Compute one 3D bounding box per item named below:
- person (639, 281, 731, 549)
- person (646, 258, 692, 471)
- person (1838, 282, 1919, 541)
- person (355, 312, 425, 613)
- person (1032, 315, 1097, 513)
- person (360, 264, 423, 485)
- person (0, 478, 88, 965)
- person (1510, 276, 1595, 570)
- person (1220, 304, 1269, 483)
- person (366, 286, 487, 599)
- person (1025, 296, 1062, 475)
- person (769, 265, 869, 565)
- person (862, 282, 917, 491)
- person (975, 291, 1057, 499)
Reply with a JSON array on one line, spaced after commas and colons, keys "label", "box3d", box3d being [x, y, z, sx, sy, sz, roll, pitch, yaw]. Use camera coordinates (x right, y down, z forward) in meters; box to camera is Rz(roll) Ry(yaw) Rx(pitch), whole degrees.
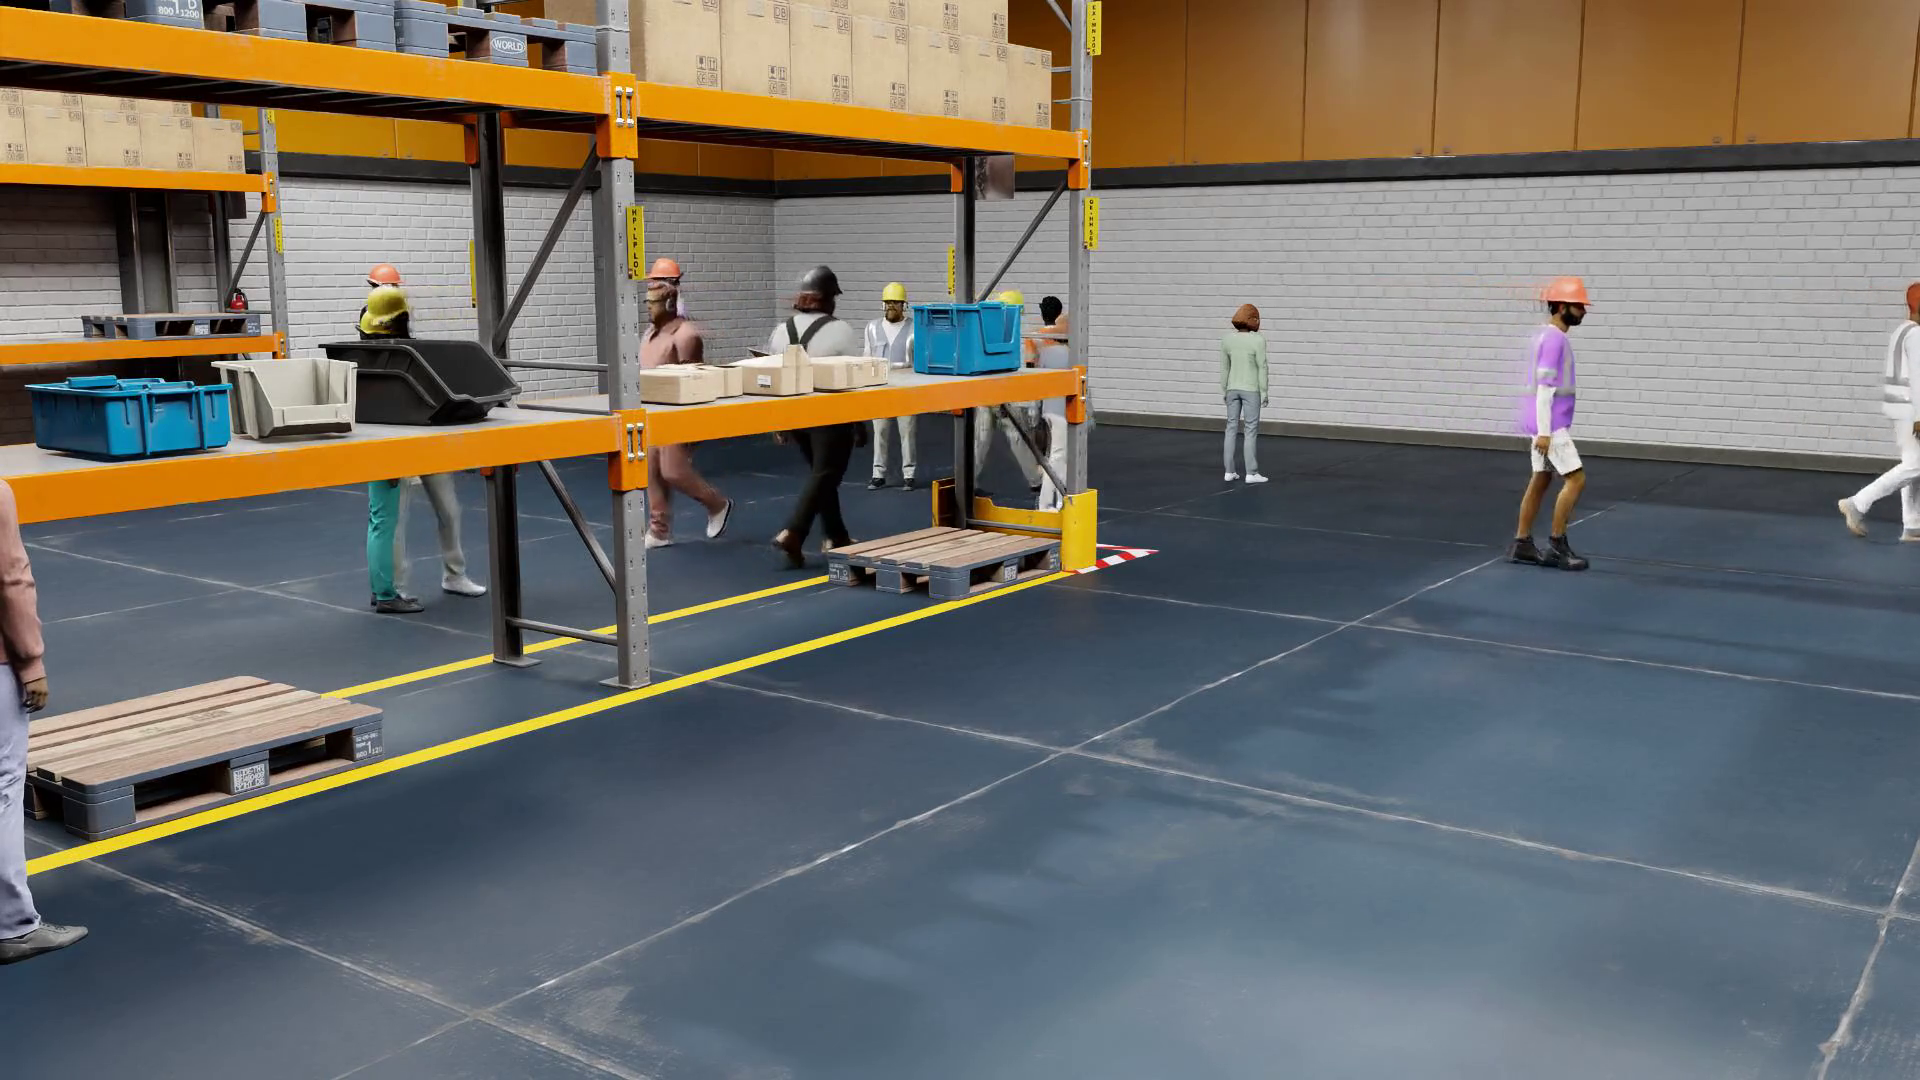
[{"label": "person", "box3d": [-2.011, -0.873, 11.691, 0.653, 1.887, 0.651, -8, 12, -39]}, {"label": "person", "box3d": [-2.677, -1.567, 15.359, 0.389, 2.045, 0.606, -4, 10, -23]}, {"label": "person", "box3d": [6.763, -0.901, 11.906, 0.639, 1.874, 0.617, 4, 10, 23]}, {"label": "person", "box3d": [-3.304, -0.461, 9.604, 0.312, 1.769, 0.525, -4, 10, -23]}, {"label": "person", "box3d": [0.861, -0.975, 13.146, 0.607, 1.611, 0.510, -5, 11, -27]}, {"label": "person", "box3d": [-5.156, -1.484, 15.014, 0.612, 1.995, 0.382, 8, 12, 39]}, {"label": "person", "box3d": [-2.856, 0.345, 4.793, 0.525, 1.772, 0.308, 3, 10, 17]}, {"label": "person", "box3d": [3.956, -0.754, 10.890, 0.657, 1.914, 0.583, 3, 10, 19]}, {"label": "person", "box3d": [2.608, -1.341, 15.237, 0.499, 1.633, 0.279, 9, 13, 43]}, {"label": "person", "box3d": [-3.183, -0.528, 9.718, 0.707, 1.896, 0.393, -6, 11, -31]}, {"label": "person", "box3d": [0.841, -1.423, 15.537, 0.535, 1.697, 0.318, -3, 10, -19]}, {"label": "person", "box3d": [-0.969, -0.868, 11.206, 0.683, 2.000, 0.964, 7, 12, 37]}, {"label": "person", "box3d": [-0.582, -1.347, 14.667, 0.591, 1.837, 0.403, 2, 10, 10]}, {"label": "person", "box3d": [0.413, -1.214, 14.101, 0.930, 1.760, 0.647, -5, 11, -25]}]
